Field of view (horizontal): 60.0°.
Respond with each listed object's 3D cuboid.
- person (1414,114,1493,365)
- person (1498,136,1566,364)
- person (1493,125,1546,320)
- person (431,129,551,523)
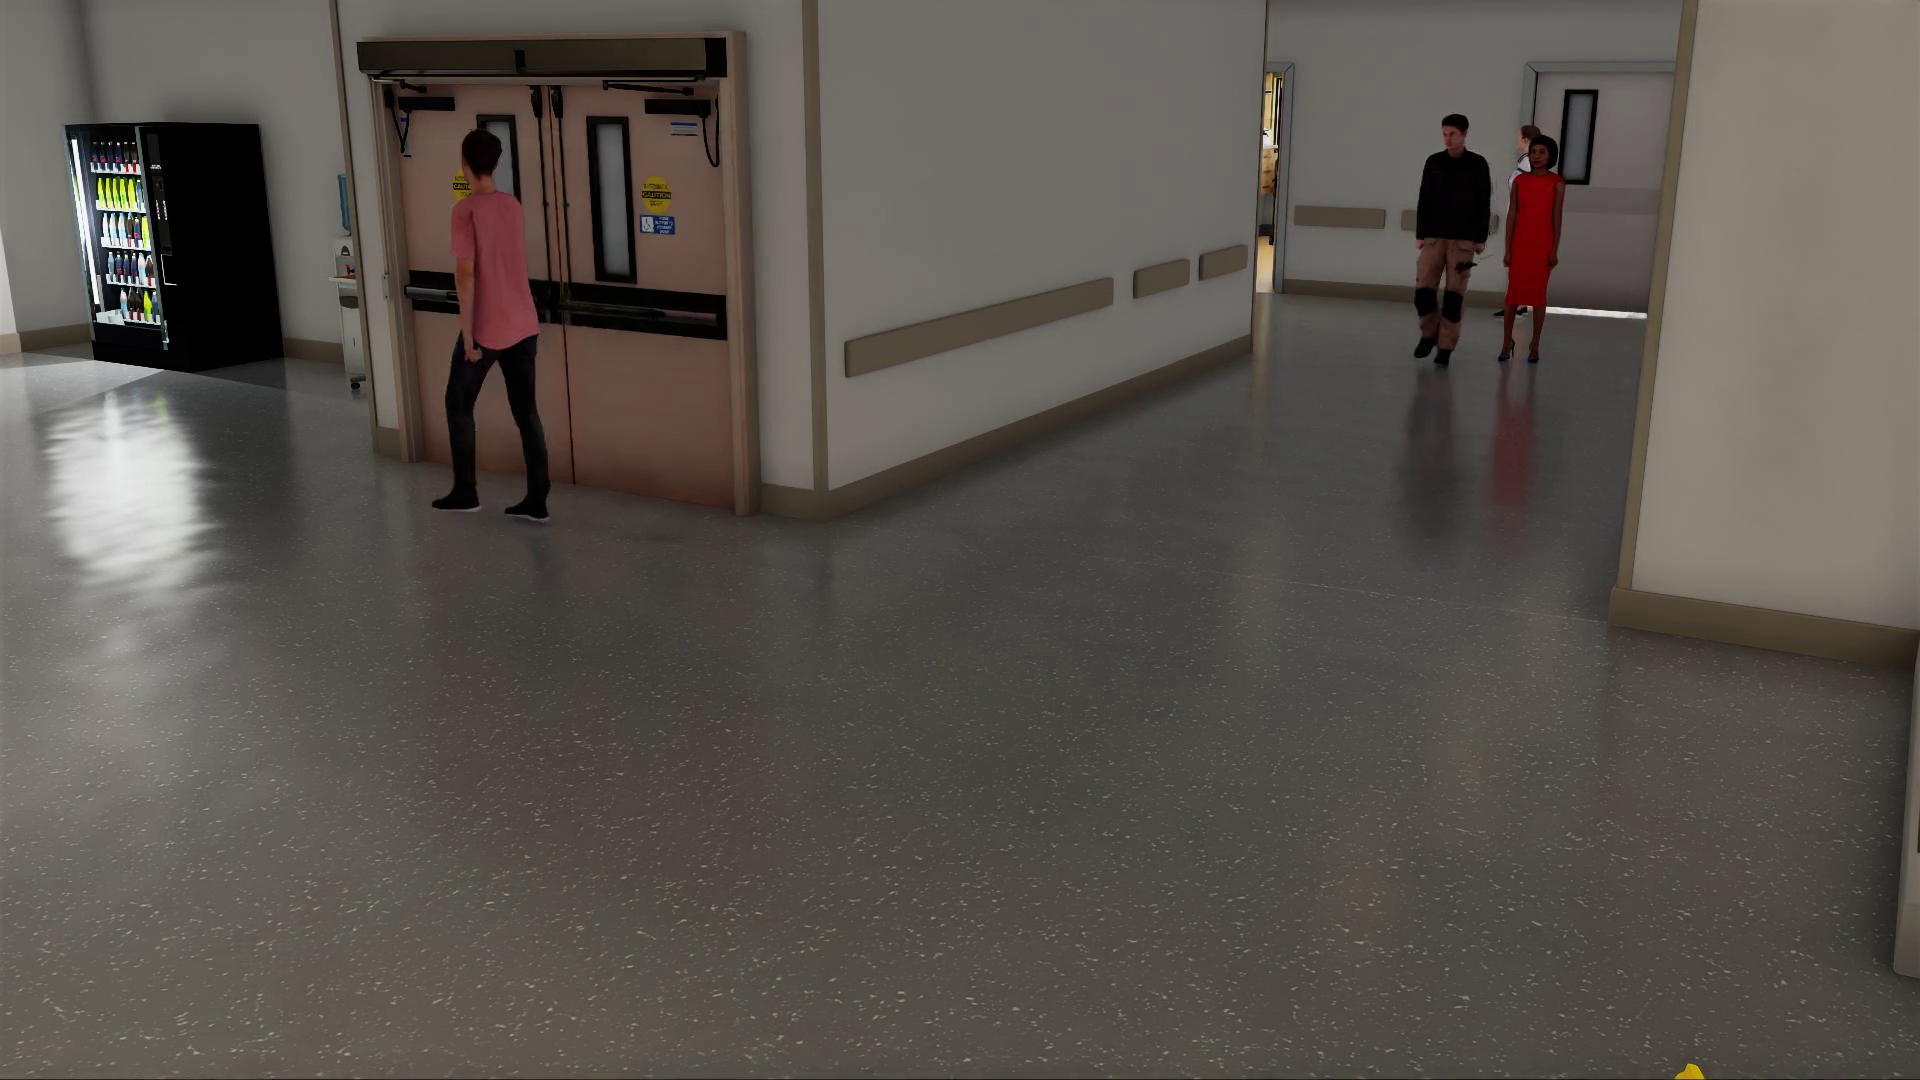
[{"bbox_3d":[3.835,-2.326,12.932,0.634,1.909,0.804,6,17,22],"label":"person"},{"bbox_3d":[4.498,-2.279,13.071,0.429,1.743,0.617,9,18,28],"label":"person"},{"bbox_3d":[5.205,-2.943,15.405,0.565,1.752,0.563,10,19,32],"label":"person"},{"bbox_3d":[-2.219,-1.024,8.279,0.869,1.927,0.625,9,18,28],"label":"person"}]
